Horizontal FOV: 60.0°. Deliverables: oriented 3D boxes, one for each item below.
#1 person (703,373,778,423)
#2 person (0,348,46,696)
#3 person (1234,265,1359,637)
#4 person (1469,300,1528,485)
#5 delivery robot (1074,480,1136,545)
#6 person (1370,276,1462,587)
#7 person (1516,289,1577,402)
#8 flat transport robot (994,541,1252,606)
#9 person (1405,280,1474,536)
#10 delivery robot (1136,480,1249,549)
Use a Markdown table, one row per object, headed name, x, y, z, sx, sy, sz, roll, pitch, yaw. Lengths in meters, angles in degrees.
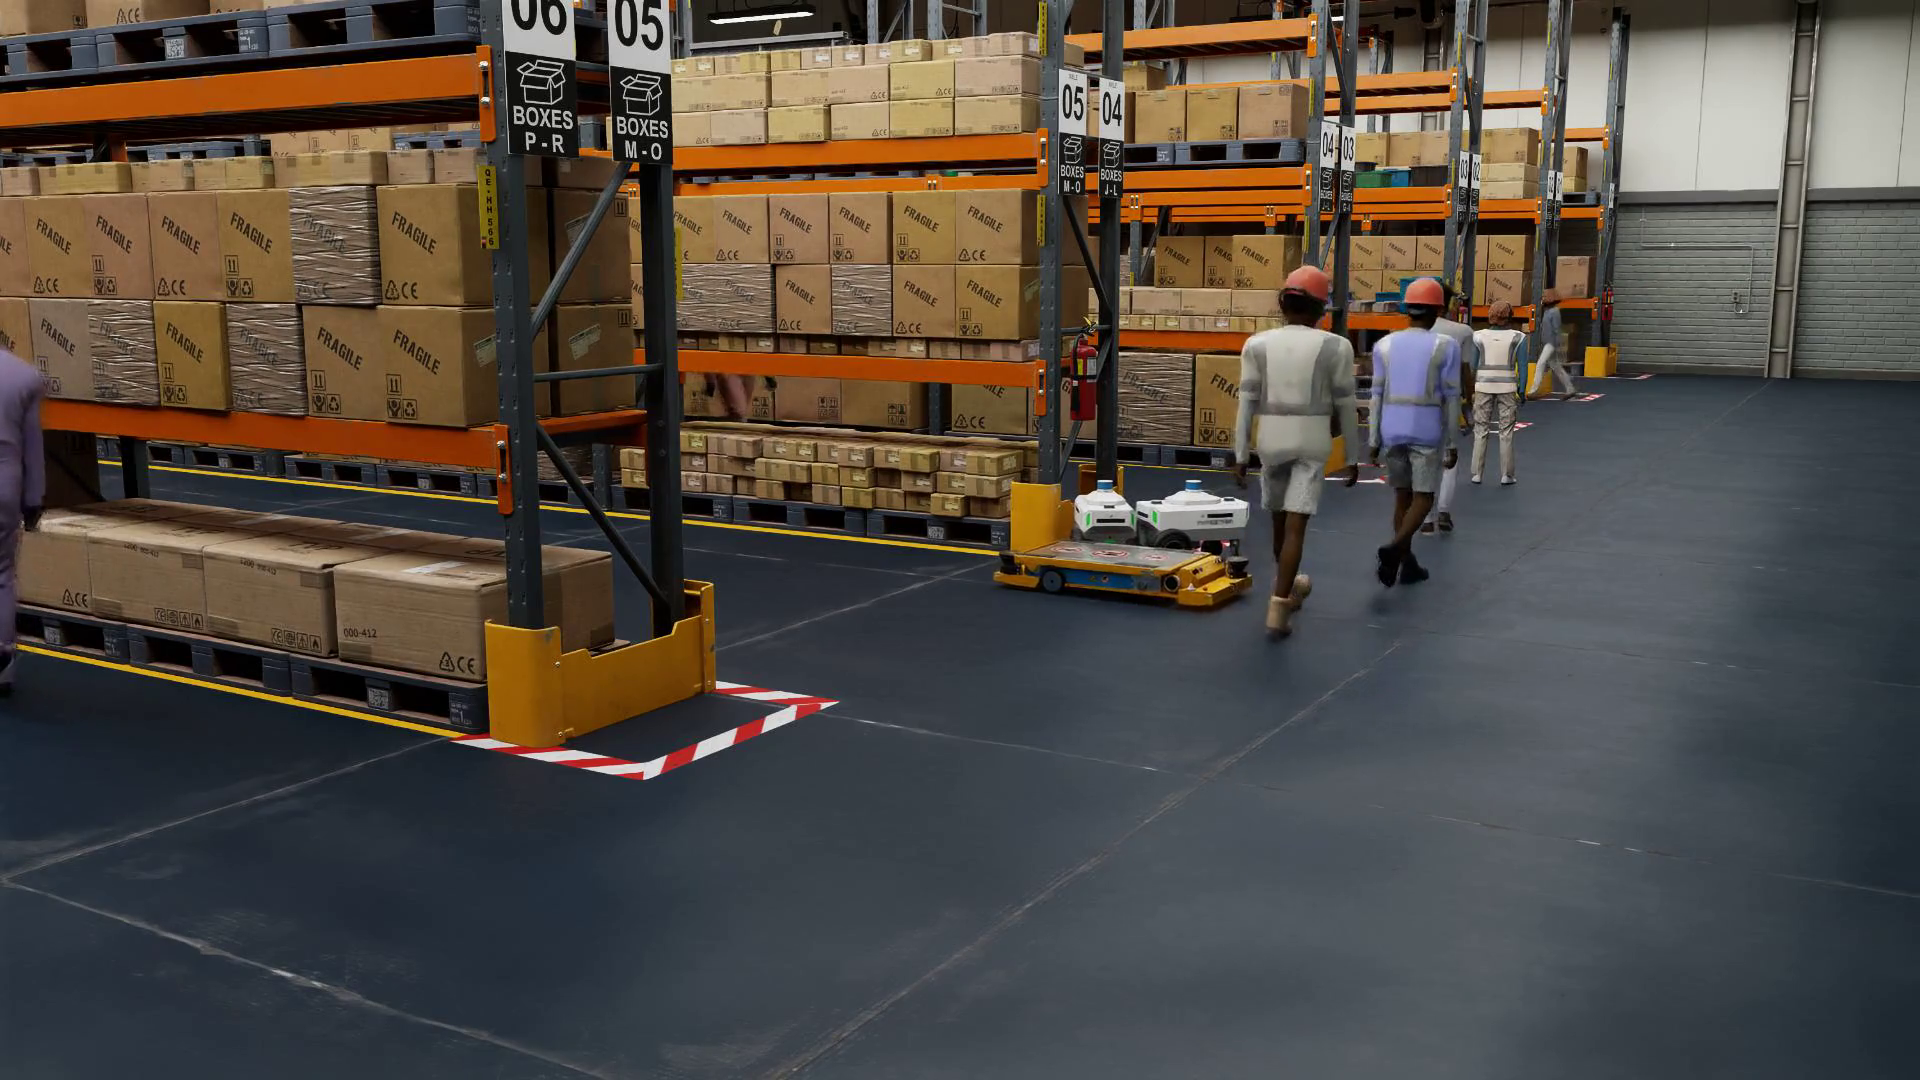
| name | x | y | z | sx | sy | sz | roll | pitch | yaw |
| --- | --- | --- | --- | --- | --- | --- | --- | --- | --- |
| person | -1.967 | -1.511 | 15.346 | 0.925 | 1.870 | 0.647 | 7 | 12 | 35 |
| person | -4.482 | -0.195 | 7.552 | 0.476 | 1.892 | 0.678 | 6 | 11 | 31 |
| person | 1.845 | -0.495 | 9.098 | 0.640 | 1.977 | 1.094 | 5 | 11 | 25 |
| person | 4.768 | -1.304 | 14.791 | 0.525 | 1.639 | 0.307 | 4 | 11 | 23 |
| delivery robot | 0.951 | -0.152 | 10.946 | 0.477 | 0.478 | 0.707 | 0 | 10 | -2 |
| person | 2.718 | -0.635 | 10.083 | 0.557 | 1.913 | 0.763 | 7 | 12 | 36 |
| person | 8.249 | -2.709 | 23.191 | 0.855 | 1.584 | 0.508 | 1 | 10 | 3 |
| flat transport robot | 0.985 | 0.181 | 10.100 | 1.431 | 0.197 | 0.652 | 5 | 11 | 29 |
| person | 3.462 | -0.963 | 12.147 | 0.570 | 1.854 | 0.473 | 3 | 10 | 16 |
| delivery robot | 1.532 | -0.152 | 10.941 | 0.707 | 0.478 | 0.477 | -3 | 10 | -16 |
